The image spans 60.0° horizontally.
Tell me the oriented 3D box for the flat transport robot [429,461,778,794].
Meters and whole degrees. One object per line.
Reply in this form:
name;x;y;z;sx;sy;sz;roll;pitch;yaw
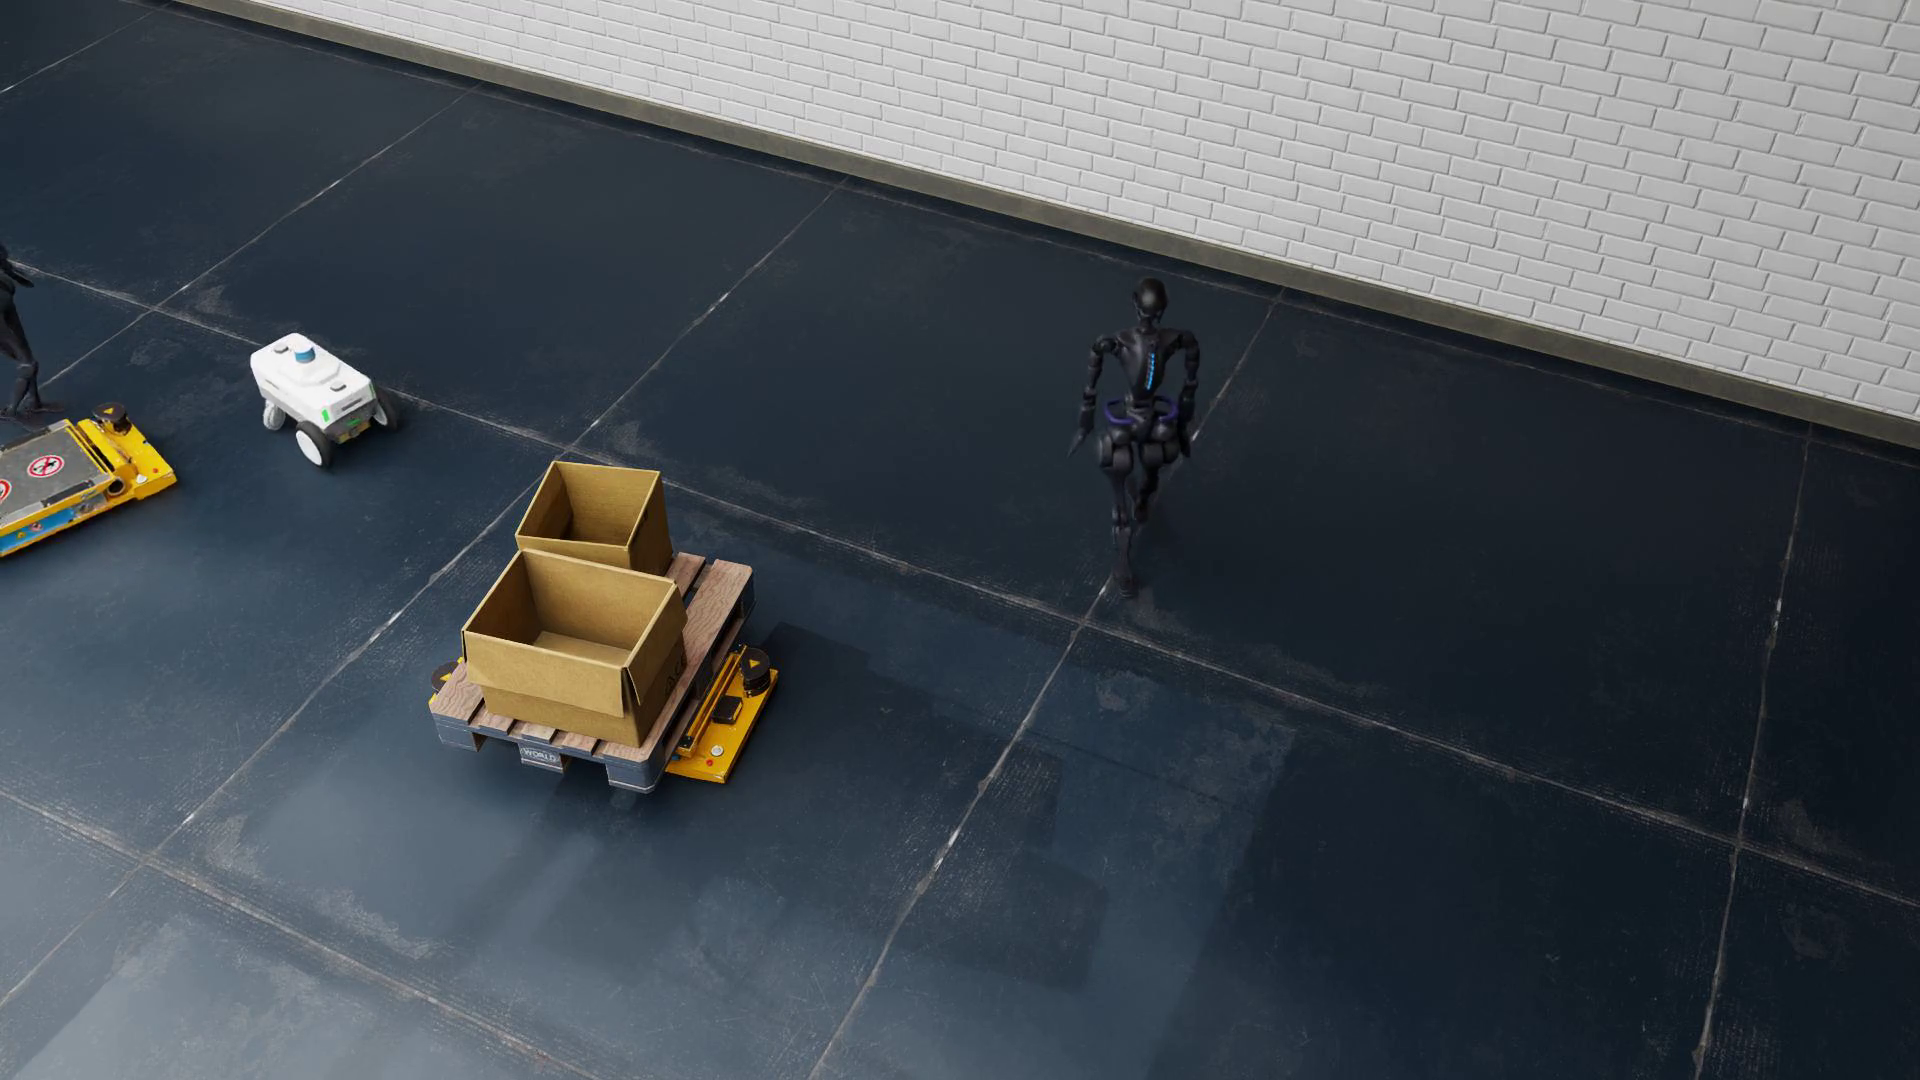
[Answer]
flat transport robot;-1.615;0.662;7.541;1.431;0.231;0.659;11;44;12

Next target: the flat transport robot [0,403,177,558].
flat transport robot;-4.836;-0.196;8.467;1.431;0.231;0.659;-32;52;-30

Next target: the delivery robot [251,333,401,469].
delivery robot;-3.423;-0.766;8.884;0.784;0.613;0.525;30;50;28

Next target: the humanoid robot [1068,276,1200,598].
humanoid robot;0.805;-0.556;7.849;0.588;1.624;0.745;-7;43;-7

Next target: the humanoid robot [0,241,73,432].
humanoid robot;-5.054;-1.282;8.605;0.330;1.652;0.605;-3;43;-3
